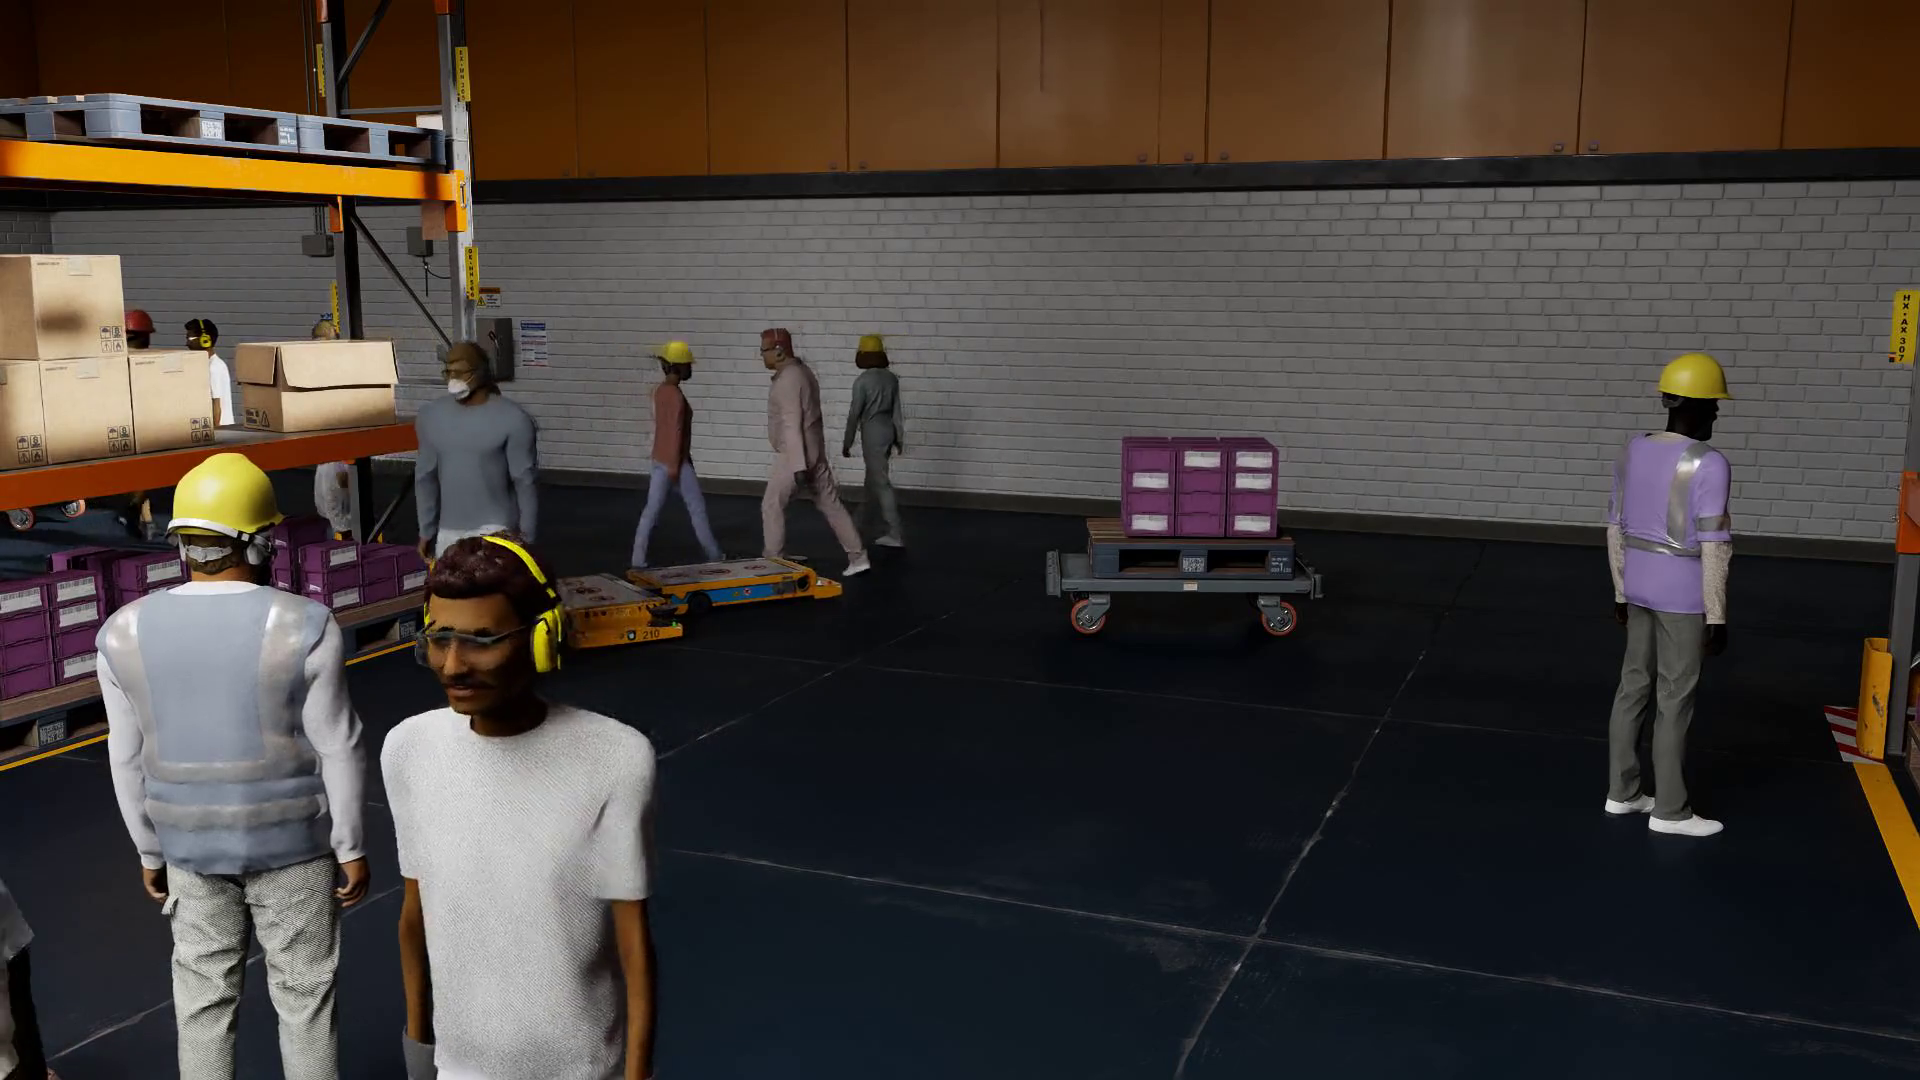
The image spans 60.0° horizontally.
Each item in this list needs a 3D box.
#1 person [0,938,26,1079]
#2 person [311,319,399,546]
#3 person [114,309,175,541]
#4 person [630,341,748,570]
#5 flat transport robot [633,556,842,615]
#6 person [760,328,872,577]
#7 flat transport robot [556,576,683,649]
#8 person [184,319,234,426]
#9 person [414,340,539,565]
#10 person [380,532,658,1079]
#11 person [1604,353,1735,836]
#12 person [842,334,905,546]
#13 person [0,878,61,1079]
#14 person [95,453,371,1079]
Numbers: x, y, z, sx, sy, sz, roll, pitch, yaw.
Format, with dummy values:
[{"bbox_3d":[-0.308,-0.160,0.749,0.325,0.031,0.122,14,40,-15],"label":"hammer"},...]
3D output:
[{"bbox_3d":[-1.934,0.933,2.858,0.547,1.751,0.511,-3,10,-17],"label":"person"},{"bbox_3d":[-4.244,-0.576,11.514,0.504,1.912,0.665,-4,10,-23],"label":"person"},{"bbox_3d":[-6.716,-0.912,13.553,0.544,1.920,0.584,3,10,16],"label":"person"},{"bbox_3d":[-2.035,-0.578,12.108,0.873,1.723,0.531,-5,11,-29],"label":"person"},{"bbox_3d":[-1.577,0.298,11.188,1.431,0.197,0.652,-6,11,-31],"label":"flat transport robot"},{"bbox_3d":[-1.085,-0.603,11.946,0.921,1.845,0.672,2,10,13],"label":"person"},{"bbox_3d":[-2.316,0.423,10.427,0.652,0.197,1.431,-6,11,-31],"label":"flat transport robot"},{"bbox_3d":[-5.843,-0.796,13.016,0.315,1.860,0.508,-4,10,-25],"label":"person"},{"bbox_3d":[-2.407,-0.068,8.449,0.626,1.915,0.775,2,10,13],"label":"person"},{"bbox_3d":[-0.724,0.910,2.727,0.512,1.853,0.572,1,9,7],"label":"person"},{"bbox_3d":[2.856,0.217,6.667,0.372,1.925,0.595,-3,10,-19],"label":"person"},{"bbox_3d":[-0.774,-0.820,13.586,0.849,1.701,0.512,7,12,37],"label":"person"},{"bbox_3d":[-2.582,0.792,4.015,0.534,1.652,0.856,3,10,17],"label":"person"},{"bbox_3d":[-1.701,0.705,3.995,0.589,1.833,0.404,0,9,-1],"label":"person"}]
